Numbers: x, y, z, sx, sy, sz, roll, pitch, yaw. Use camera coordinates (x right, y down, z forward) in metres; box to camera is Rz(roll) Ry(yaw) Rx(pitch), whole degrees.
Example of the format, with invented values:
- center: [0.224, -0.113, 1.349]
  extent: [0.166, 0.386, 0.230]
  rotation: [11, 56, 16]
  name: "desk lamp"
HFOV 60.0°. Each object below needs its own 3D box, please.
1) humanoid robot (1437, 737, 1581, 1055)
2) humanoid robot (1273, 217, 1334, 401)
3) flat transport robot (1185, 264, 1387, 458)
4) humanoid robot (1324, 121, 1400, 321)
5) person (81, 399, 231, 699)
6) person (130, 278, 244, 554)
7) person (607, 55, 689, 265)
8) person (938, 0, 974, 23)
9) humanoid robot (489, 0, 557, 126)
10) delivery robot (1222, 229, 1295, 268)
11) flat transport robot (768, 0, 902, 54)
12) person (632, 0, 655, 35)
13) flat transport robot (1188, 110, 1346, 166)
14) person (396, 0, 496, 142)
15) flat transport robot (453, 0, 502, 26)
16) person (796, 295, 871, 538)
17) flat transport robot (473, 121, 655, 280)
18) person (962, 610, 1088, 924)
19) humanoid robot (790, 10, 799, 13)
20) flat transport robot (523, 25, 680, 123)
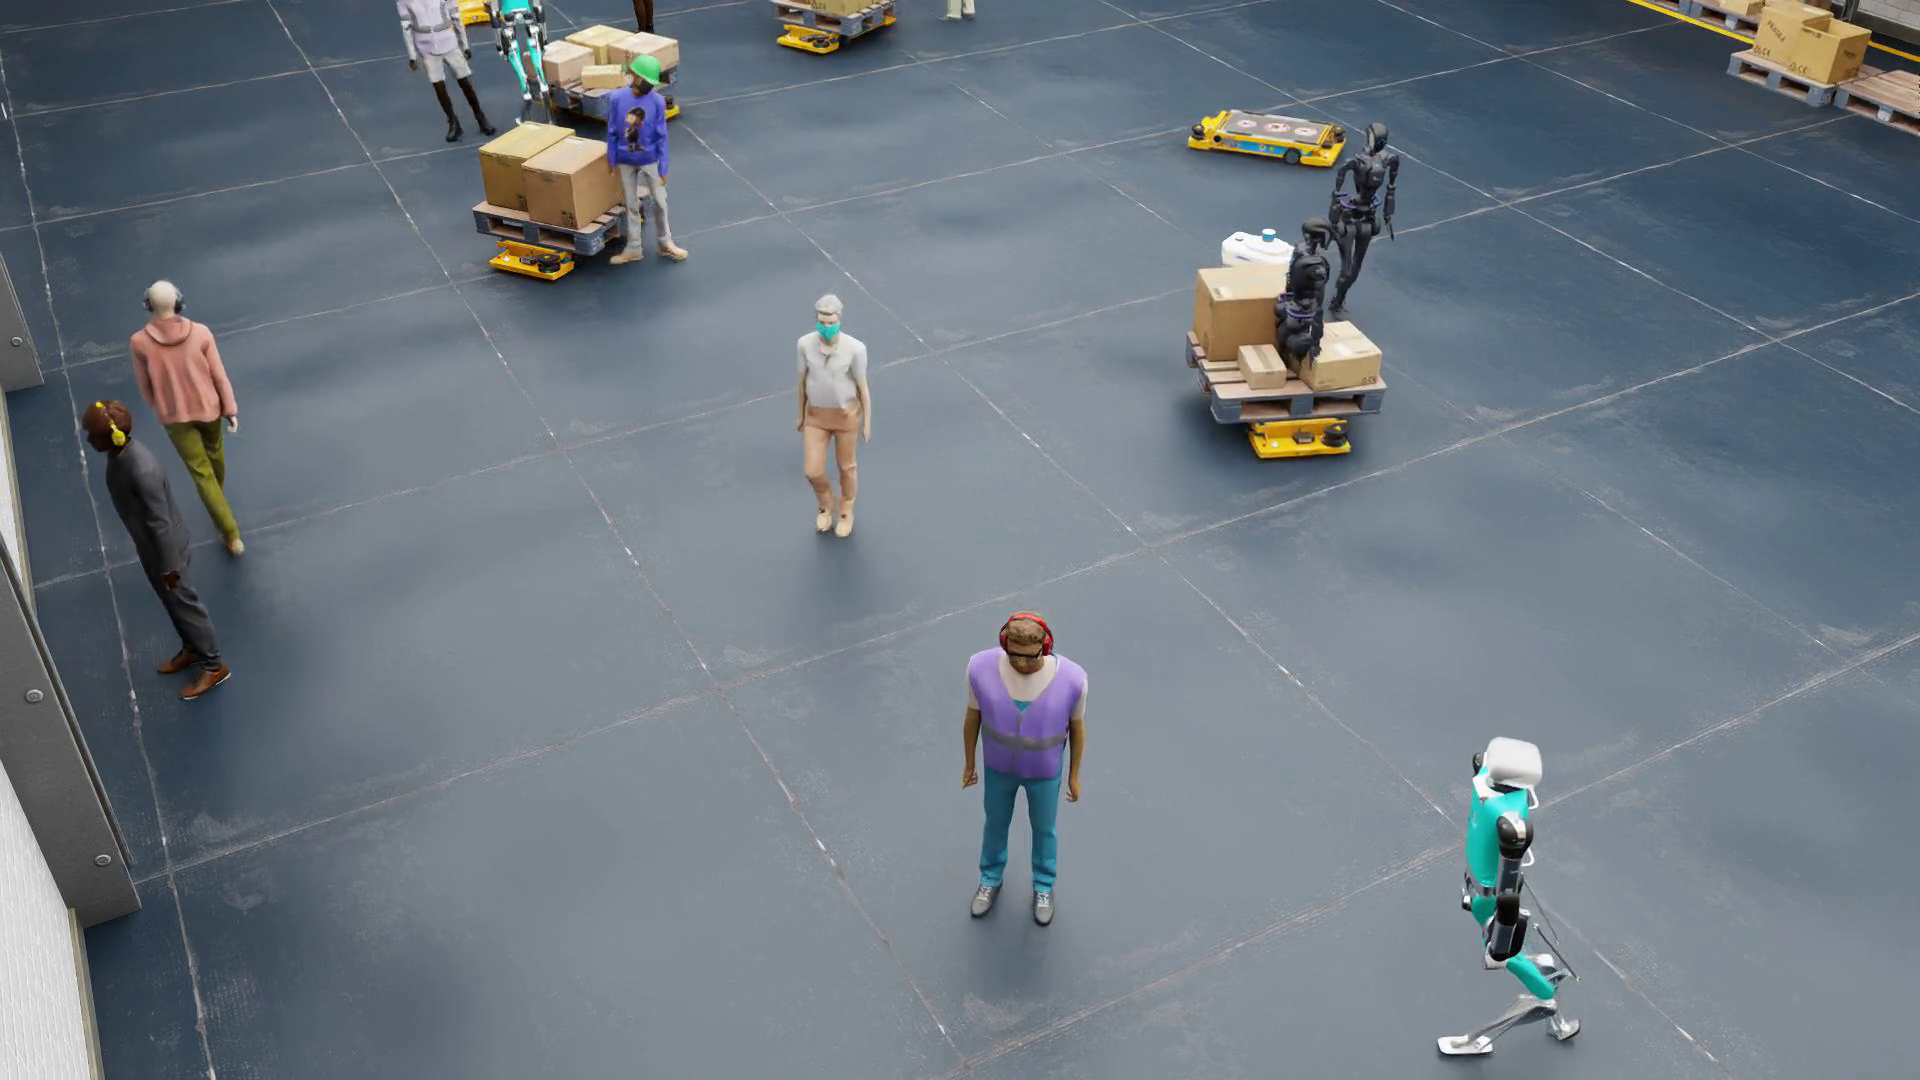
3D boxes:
- center: [2.526, 1.622, 7.181]
  extent: [0.850, 1.848, 0.554]
  rotation: [1, 35, 1]
  name: "humanoid robot"
- center: [2.408, -1.526, 11.698]
  extent: [0.669, 1.638, 0.608]
  rotation: [-7, 36, -10]
  name: "humanoid robot"
- center: [2.340, -1.054, 12.220]
  extent: [0.659, 0.231, 1.431]
  rotation: [-4, 35, -6]
  name: "flat transport robot"
- center: [3.139, -2.535, 13.116]
  extent: [0.600, 1.650, 0.391]
  rotation: [-10, 36, -14]
  name: "humanoid robot"
- center: [-4.480, 0.037, 9.272]
  extent: [0.363, 1.870, 0.497]
  rotation: [-27, 43, -33]
  name: "person"
- center: [-4.906, -0.846, 10.604]
  extent: [0.502, 1.772, 0.975]
  rotation: [-21, 40, -27]
  name: "person"
- center: [-2.715, -3.140, 13.850]
  extent: [0.669, 1.834, 0.354]
  rotation: [-1, 35, -1]
  name: "person"
- center: [-0.020, -6.913, 19.224]
  extent: [0.414, 1.845, 0.580]
  rotation: [17, 38, 23]
  name: "person"
- center: [-4.247, -4.826, 16.318]
  extent: [0.543, 1.752, 0.825]
  rotation: [-16, 38, -22]
  name: "humanoid robot"
- center: [2.531, -2.261, 13.693]
  extent: [0.774, 0.592, 0.499]
  rotation: [23, 41, 29]
  name: "delivery robot"
- center: [-1.418, -5.939, 19.196]
  extent: [0.659, 0.231, 1.431]
  rotation: [20, 40, 26]
  name: "flat transport robot"
- center: [-3.649, -6.500, 18.524]
  extent: [0.367, 1.961, 0.604]
  rotation: [6, 35, 8]
  name: "person"
- center: [3.026, -3.967, 16.379]
  extent: [1.431, 0.231, 0.659]
  rotation: [13, 37, 18]
  name: "flat transport robot"
- center: [-5.035, -4.780, 16.132]
  extent: [0.675, 1.884, 0.431]
  rotation: [-9, 36, -12]
  name: "person"
- center: [-6.039, -6.502, 19.998]
  extent: [0.659, 0.231, 1.431]
  rotation: [-18, 39, -24]
  name: "flat transport robot"
- center: [-0.805, -0.767, 10.528]
  extent: [0.507, 1.735, 0.425]
  rotation: [6, 35, 8]
  name: "person"
- center: [-3.414, -2.680, 14.542]
  extent: [0.659, 0.231, 1.431]
  rotation: [14, 37, 20]
  name: "flat transport robot"
- center: [0.299, 1.051, 7.843]
  extent: [0.568, 1.840, 0.372]
  rotation: [6, 35, 8]
  name: "person"
- center: [-1.828, -7.006, 19.328]
  extent: [0.735, 1.672, 0.533]
  rotation: [-2, 35, -3]
  name: "humanoid robot"
- center: [-3.662, -4.540, 17.198]
  extent: [1.431, 0.231, 0.659]
  rotation: [21, 40, 27]
  name: "flat transport robot"
